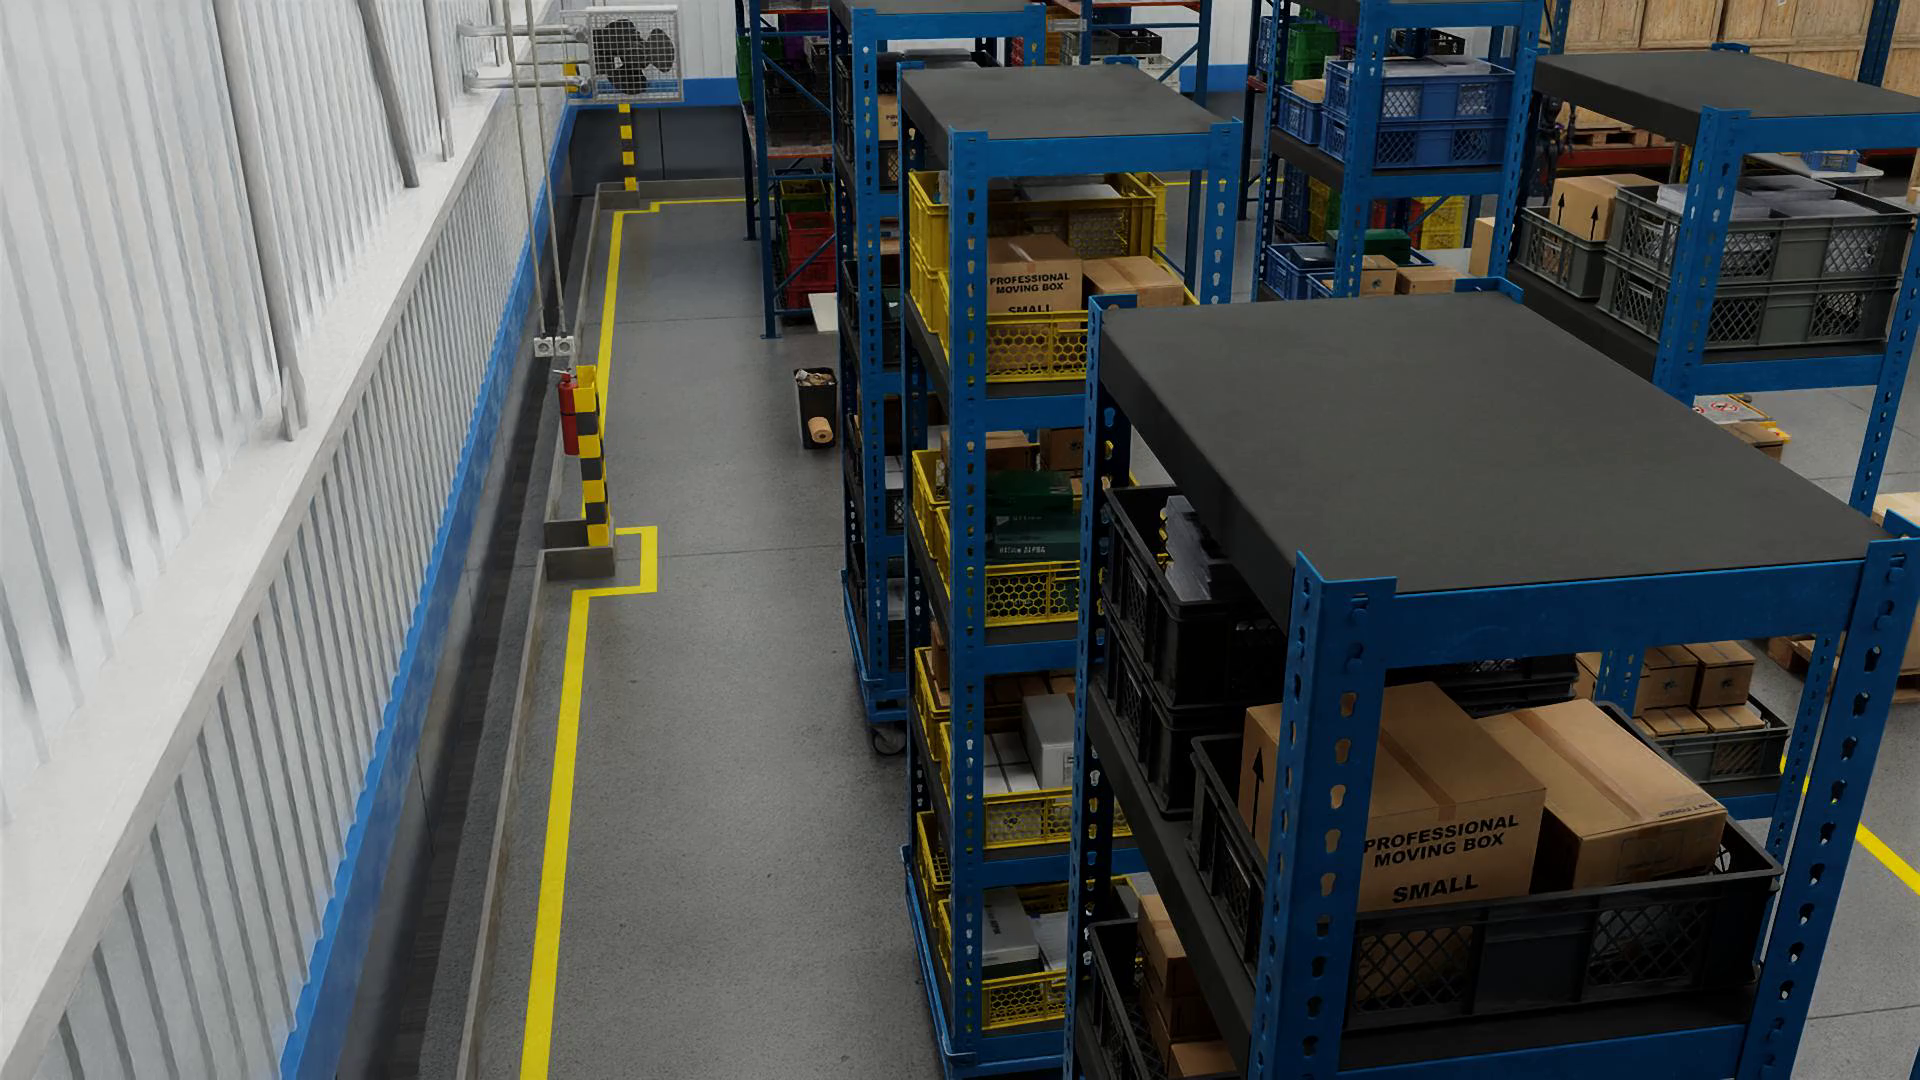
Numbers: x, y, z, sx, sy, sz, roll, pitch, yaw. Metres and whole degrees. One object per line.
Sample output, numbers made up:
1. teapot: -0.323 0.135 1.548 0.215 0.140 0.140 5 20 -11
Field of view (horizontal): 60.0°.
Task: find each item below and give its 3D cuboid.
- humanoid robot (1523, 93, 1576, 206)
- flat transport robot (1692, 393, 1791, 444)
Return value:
1. humanoid robot: 6.334 -4.304 17.960 0.594 1.650 0.328 -1 25 -1
2. flat transport robot: 5.224 -0.859 12.132 1.431 0.197 0.652 -4 25 -8
